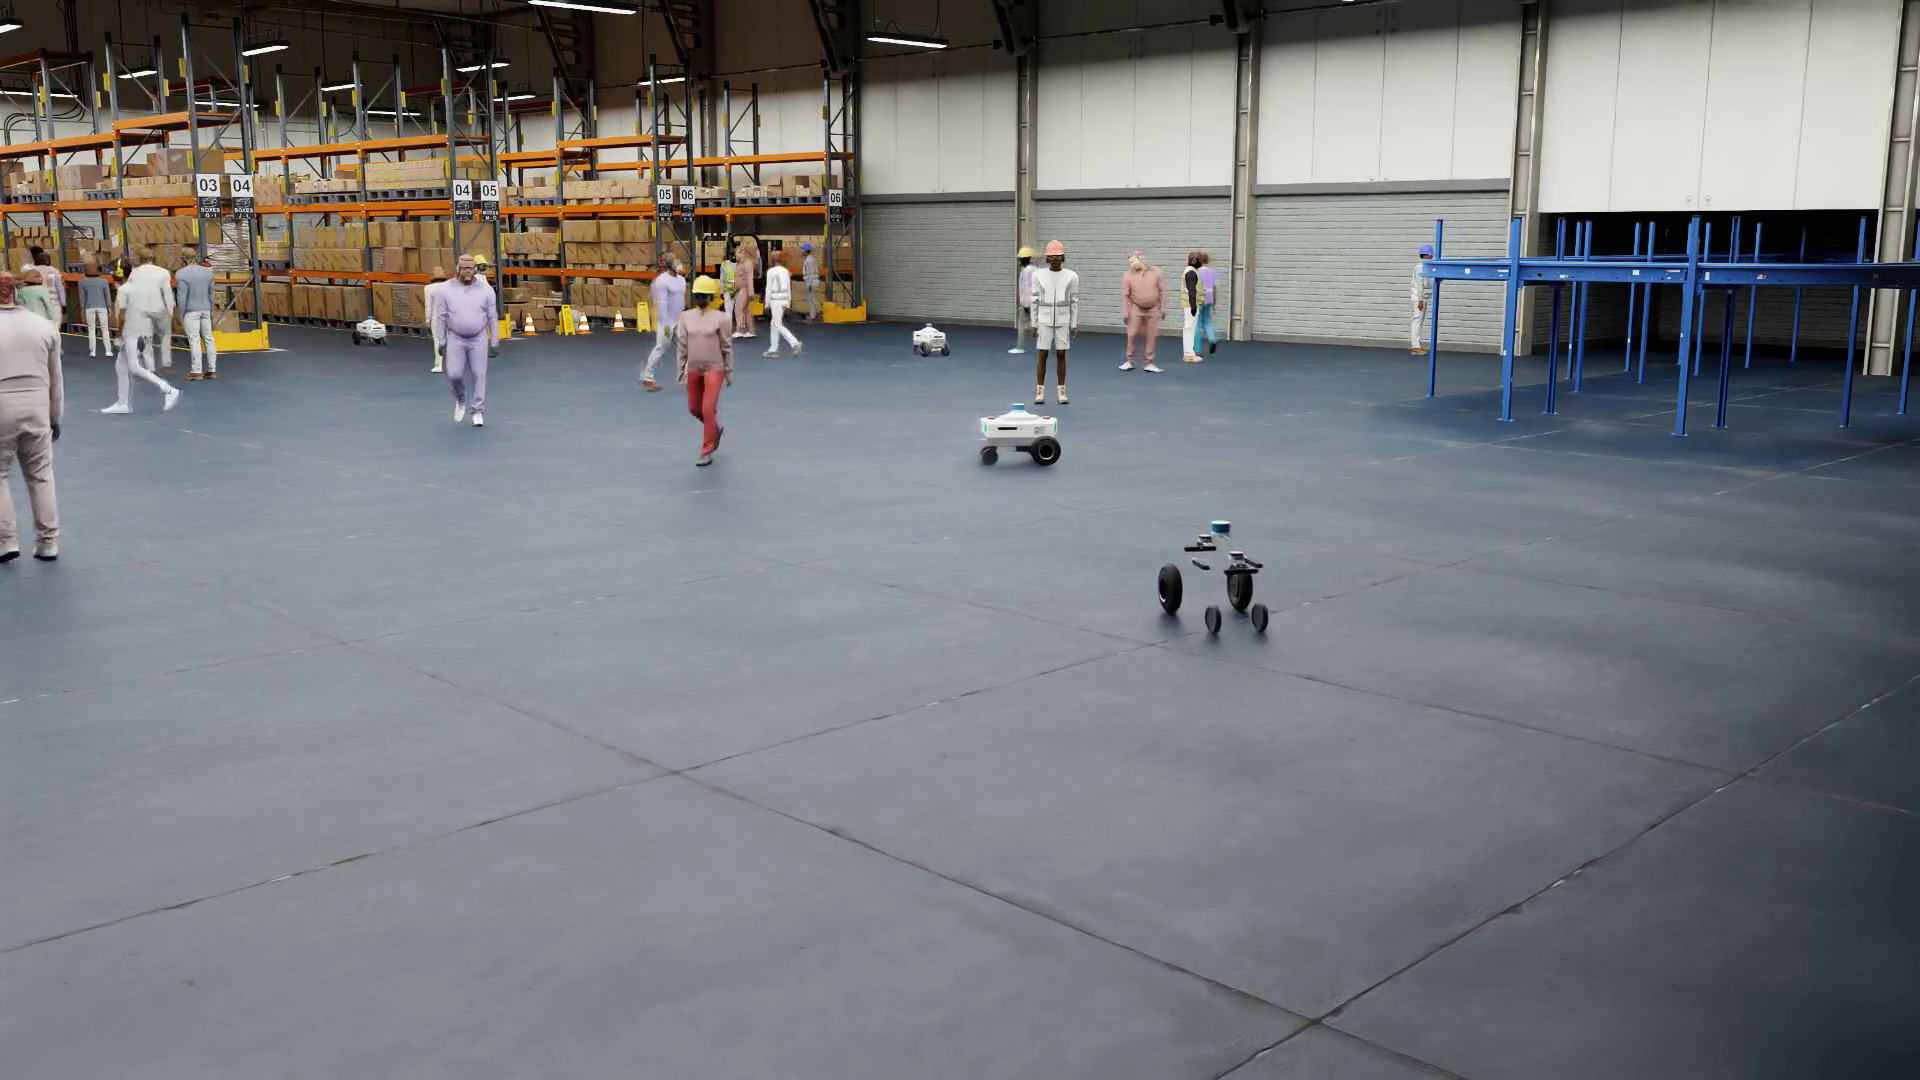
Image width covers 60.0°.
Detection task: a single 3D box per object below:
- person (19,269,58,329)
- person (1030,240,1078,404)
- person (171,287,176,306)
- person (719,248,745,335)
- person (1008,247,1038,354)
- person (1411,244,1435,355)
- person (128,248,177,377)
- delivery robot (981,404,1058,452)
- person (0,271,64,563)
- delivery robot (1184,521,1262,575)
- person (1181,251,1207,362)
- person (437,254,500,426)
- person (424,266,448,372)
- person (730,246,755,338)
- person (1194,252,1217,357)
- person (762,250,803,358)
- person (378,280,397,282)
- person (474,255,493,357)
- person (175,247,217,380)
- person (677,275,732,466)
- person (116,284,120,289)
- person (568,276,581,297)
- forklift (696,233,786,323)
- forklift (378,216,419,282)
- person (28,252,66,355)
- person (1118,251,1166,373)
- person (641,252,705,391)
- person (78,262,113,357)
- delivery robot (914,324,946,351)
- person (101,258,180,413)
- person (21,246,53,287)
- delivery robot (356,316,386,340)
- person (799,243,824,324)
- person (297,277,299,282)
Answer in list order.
[{"bbox_3d":[-14.156,-3.336,25.415,0.506,1.606,0.755,3,11,16],"label":"person"},{"bbox_3d":[1.189,-2.742,20.971,0.605,2.045,0.383,0,10,-1],"label":"person"},{"bbox_3d":[-18.940,-6.107,39.905,0.943,1.846,0.596,9,14,42],"label":"person"},{"bbox_3d":[-4.738,-5.207,34.966,0.633,1.843,0.429,-1,10,-7],"label":"person"},{"bbox_3d":[1.255,-4.289,29.774,0.711,1.912,0.597,4,11,20],"label":"person"},{"bbox_3d":[8.240,-4.286,29.652,0.402,1.949,0.605,4,11,21],"label":"person"},{"bbox_3d":[-12.065,-3.398,24.882,0.655,1.912,0.743,-2,11,-10],"label":"person"},{"bbox_3d":[0.552,-1.035,15.586,0.707,0.478,0.477,-1,10,-3],"label":"delivery robot"},{"bbox_3d":[-6.159,-0.795,10.832,0.434,1.887,0.661,8,13,37],"label":"person"},{"bbox_3d":[1.435,0.011,9.174,0.335,0.223,0.698,-2,11,-10],"label":"delivery robot"},{"bbox_3d":[3.932,-3.931,28.022,0.429,1.839,0.621,1,10,4],"label":"person"},{"bbox_3d":[-5.460,-2.219,18.507,0.678,1.893,0.420,-3,11,-18],"label":"person"},{"bbox_3d":[-8.055,-3.426,25.816,0.497,1.634,0.287,-8,13,-37],"label":"person"},{"bbox_3d":[-4.552,-5.091,34.221,0.748,1.881,0.644,-4,11,-20],"label":"person"},{"bbox_3d":[4.244,-4.127,29.123,0.564,1.830,0.453,-5,11,-25],"label":"person"},{"bbox_3d":[-3.084,-4.085,28.807,0.843,1.859,0.575,5,12,27],"label":"person"},{"bbox_3d":[-15.305,-6.956,44.441,0.521,1.865,0.328,-7,12,-33],"label":"person"},{"bbox_3d":[-8.333,-4.070,28.962,0.309,1.772,0.525,0,10,3],"label":"person"},{"bbox_3d":[-11.256,-3.332,24.493,0.371,1.934,0.627,5,12,27],"label":"person"},{"bbox_3d":[-2.353,-1.603,15.554,0.523,1.747,0.664,3,11,17],"label":"person"},{"bbox_3d":[-23.112,-7.154,45.370,0.416,1.914,0.608,-6,12,-28],"label":"person"},{"bbox_3d":[-10.588,-7.081,45.481,0.483,1.737,0.320,4,11,19],"label":"person"},{"bbox_3d":[-5.496,-6.489,41.108,2.313,2.155,1.214,-10,14,-44],"label":"forklift"},{"bbox_3d":[-17.868,-9.201,54.028,1.873,2.768,1.129,-10,14,-44],"label":"forklift"},{"bbox_3d":[-16.031,-4.136,29.157,0.642,1.825,0.719,1,10,6],"label":"person"},{"bbox_3d":[2.852,-3.540,25.852,0.727,1.867,0.407,0,10,-1],"label":"person"},{"bbox_3d":[-3.928,-2.952,22.564,1.034,1.890,0.648,5,12,27],"label":"person"},{"bbox_3d":[-15.114,-4.027,29.091,0.500,1.636,0.282,-5,11,-25],"label":"person"},{"bbox_3d":[-0.544,-3.595,29.549,0.477,0.478,0.707,-5,12,-26],"label":"delivery robot"},{"bbox_3d":[-9.840,-2.435,19.848,0.833,1.848,0.518,-3,11,-16],"label":"person"},{"bbox_3d":[-17.074,-4.494,30.928,0.587,1.904,1.056,-7,12,-33],"label":"person"},{"bbox_3d":[-11.440,-4.097,32.286,0.477,0.478,0.707,-9,13,-39],"label":"delivery robot"},{"bbox_3d":[-3.600,-6.155,39.903,0.522,1.923,0.632,-1,10,-8],"label":"person"},{"bbox_3d":[-19.739,-7.874,49.248,0.376,1.935,0.550,-2,11,-12],"label":"person"}]
